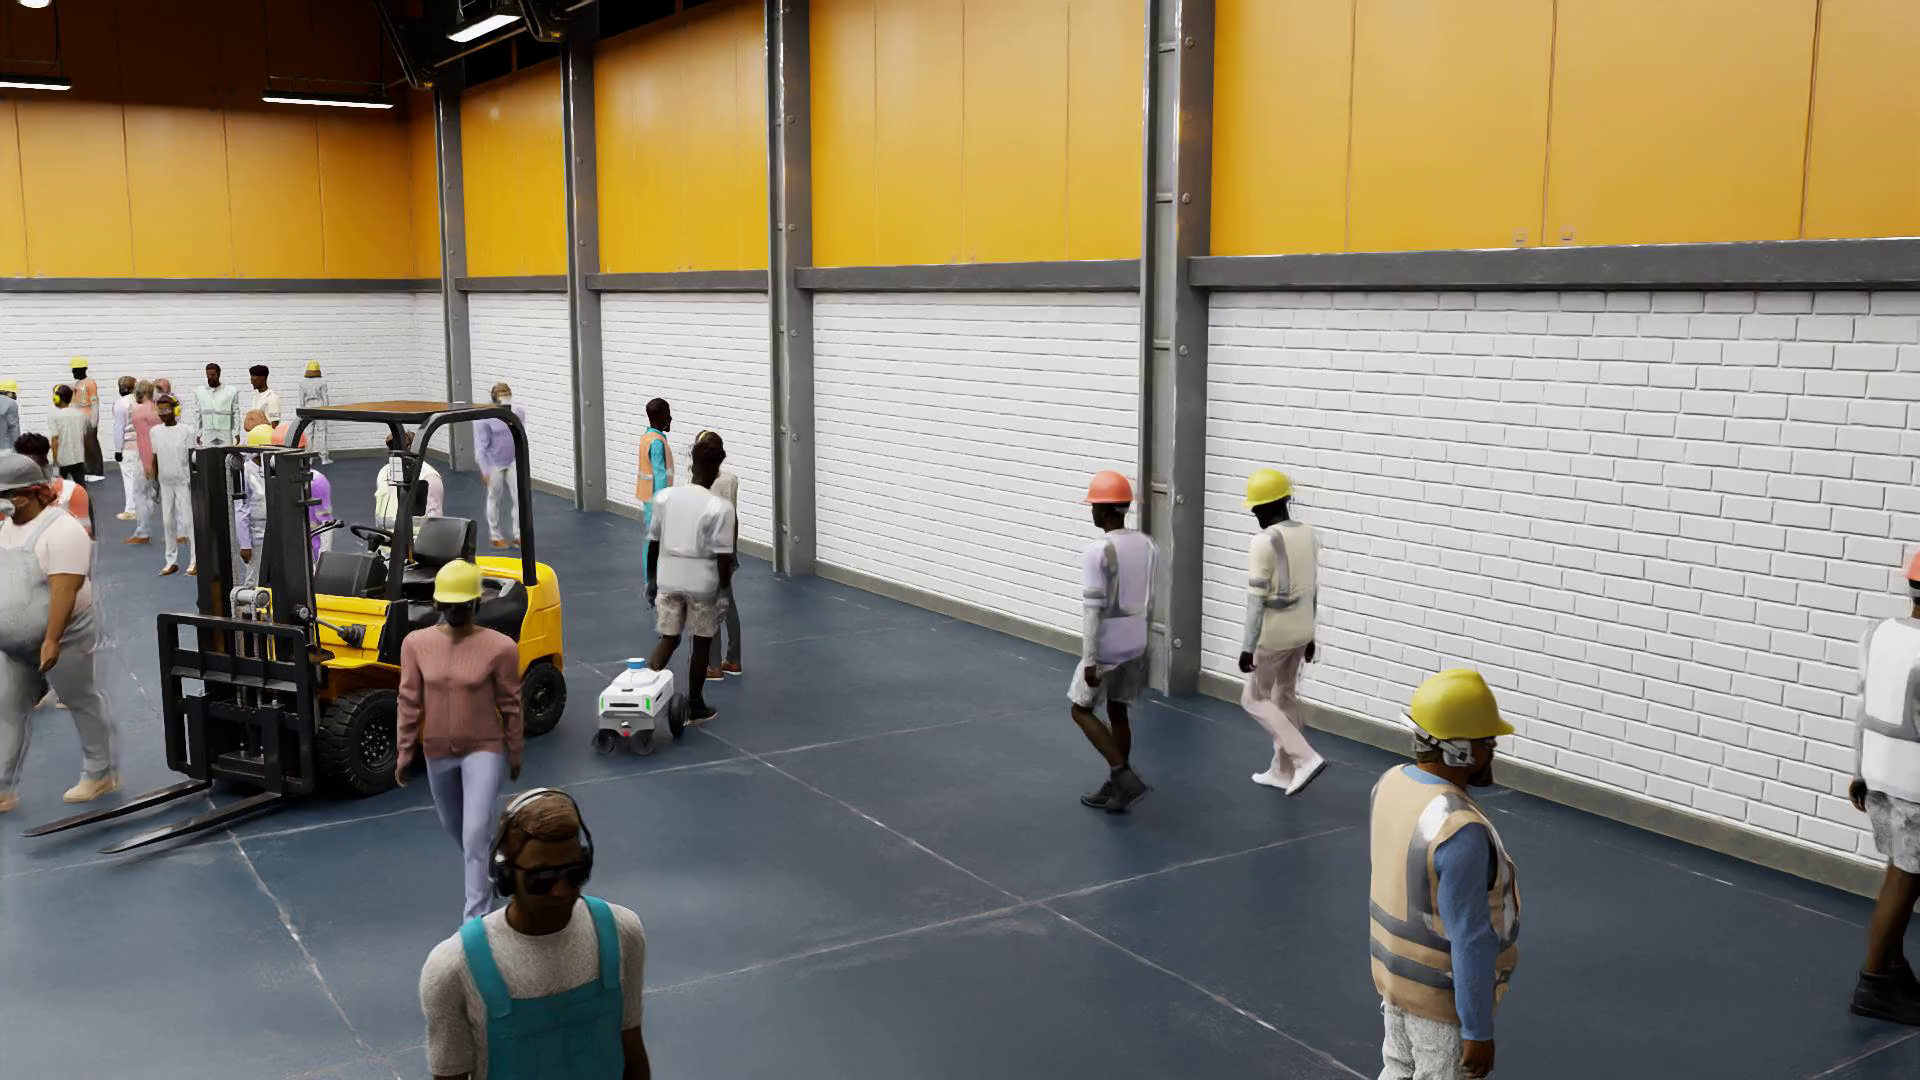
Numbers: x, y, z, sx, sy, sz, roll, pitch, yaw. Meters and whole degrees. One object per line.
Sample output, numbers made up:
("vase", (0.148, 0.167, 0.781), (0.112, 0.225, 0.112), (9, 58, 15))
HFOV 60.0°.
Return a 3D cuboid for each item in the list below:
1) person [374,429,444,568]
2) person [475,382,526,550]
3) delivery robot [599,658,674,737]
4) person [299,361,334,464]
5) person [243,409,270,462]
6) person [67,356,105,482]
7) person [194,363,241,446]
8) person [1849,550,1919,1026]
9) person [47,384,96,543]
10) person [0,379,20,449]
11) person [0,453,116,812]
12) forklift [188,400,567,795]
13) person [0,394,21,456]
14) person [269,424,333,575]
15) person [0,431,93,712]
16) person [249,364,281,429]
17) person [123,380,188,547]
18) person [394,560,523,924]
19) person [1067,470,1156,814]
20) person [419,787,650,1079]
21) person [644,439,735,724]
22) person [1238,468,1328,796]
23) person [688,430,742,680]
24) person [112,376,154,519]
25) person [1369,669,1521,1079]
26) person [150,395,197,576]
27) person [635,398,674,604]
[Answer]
("person", (-4.283, 0.060, 12.866), (0.627, 1.844, 0.429), (4, 9, 27))
("person", (-5.050, -0.808, 18.511), (0.765, 1.901, 0.657), (8, 12, 44))
("delivery robot", (-2.052, 0.995, 10.569), (0.477, 0.478, 0.707), (0, 8, 2))
("person", (-10.865, -2.143, 28.043), (0.483, 1.745, 0.305), (1, 8, 4))
("person", (-7.561, -0.595, 17.984), (0.282, 1.633, 0.500), (2, 9, 12))
("person", (-13.380, -1.841, 25.439), (0.623, 1.920, 0.394), (7, 11, 40))
("person", (-10.338, -1.509, 23.185), (0.597, 1.916, 0.370), (-1, 9, -7))
("person", (3.780, 0.953, 6.570), (0.445, 1.920, 0.563), (-1, 8, -6))
("person", (-10.374, -0.883, 19.244), (0.949, 1.826, 0.561), (4, 9, 26))
("person", (-12.457, -1.230, 21.832), (0.317, 1.765, 0.522), (-3, 9, -20))
("person", (-5.156, 0.509, 9.172), (0.699, 2.000, 0.917), (3, 9, 22))
("forklift", (-3.529, 0.258, 10.348), (1.214, 2.155, 2.313), (4, 9, 25))
("person", (-11.801, -1.079, 20.275), (0.634, 1.929, 0.387), (-4, 10, -27))
("person", (-4.881, 0.109, 12.226), (0.551, 1.932, 0.378), (4, 9, 23))
("person", (-6.269, 0.221, 11.419), (0.630, 1.941, 0.565), (-2, 9, -11))
("person", (-9.122, -1.332, 21.873), (0.374, 1.958, 0.606), (-8, 12, -44))
("person", (-9.206, -0.867, 18.914), (0.830, 1.897, 0.641), (1, 9, 9))
("person", (-2.203, 0.917, 7.454), (0.526, 1.732, 0.845), (1, 8, 4))
("person", (0.850, 0.578, 9.114), (0.551, 1.920, 0.476), (-8, 11, -42))
("person", (-0.908, 1.430, 3.665), (0.500, 1.838, 0.346), (-6, 10, -34))
("person", (-1.822, 0.306, 10.908), (0.686, 1.933, 0.739), (3, 9, 22))
("person", (1.845, 0.538, 9.438), (0.519, 1.898, 0.635), (8, 11, 43))
("person", (-1.847, 0.114, 12.410), (0.309, 1.868, 0.535), (6, 10, 33))
("person", (-10.578, -1.181, 21.273), (0.429, 1.838, 0.630), (2, 9, 14))
("person", (1.382, 1.267, 4.762), (0.403, 1.833, 0.590), (-1, 9, -10))
("person", (-8.005, -0.556, 16.969), (0.511, 1.862, 0.324), (1, 8, 6))
("person", (-2.803, -0.354, 15.401), (0.392, 1.919, 0.592), (-3, 9, -20))
